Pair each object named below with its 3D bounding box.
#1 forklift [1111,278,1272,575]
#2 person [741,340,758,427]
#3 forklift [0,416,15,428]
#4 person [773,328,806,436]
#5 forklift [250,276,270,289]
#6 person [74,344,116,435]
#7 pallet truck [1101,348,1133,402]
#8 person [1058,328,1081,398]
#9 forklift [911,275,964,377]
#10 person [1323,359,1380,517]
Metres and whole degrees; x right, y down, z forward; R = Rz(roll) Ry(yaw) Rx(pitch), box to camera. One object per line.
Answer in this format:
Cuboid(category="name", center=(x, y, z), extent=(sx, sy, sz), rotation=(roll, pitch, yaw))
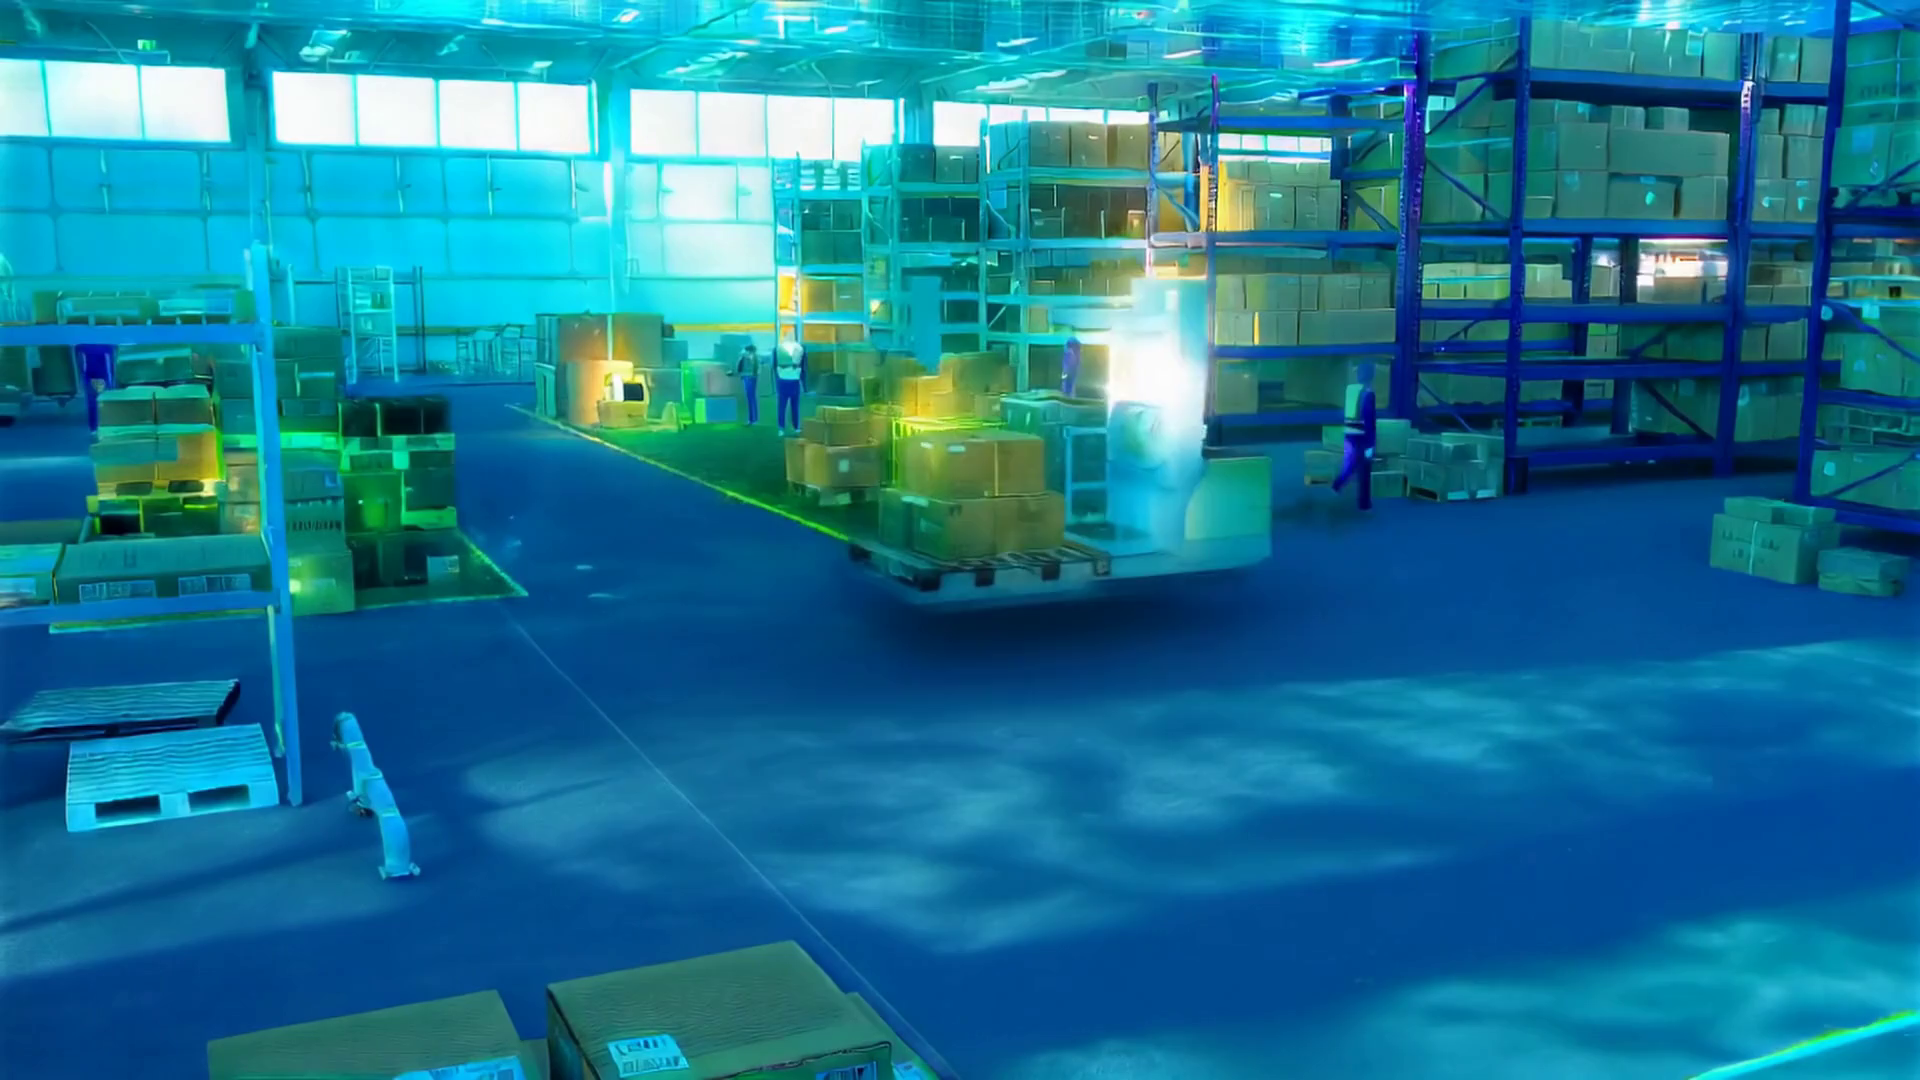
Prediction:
Cuboid(category="forklift", center=(2.055, -1.171, 16.352), extent=(1.873, 2.768, 1.129), rotation=(-4, 10, -25))
Cuboid(category="person", center=(-3.941, -2.933, 31.151), extent=(0.312, 1.631, 0.514), rotation=(-1, 9, -6))
Cuboid(category="forklift", center=(-18.546, -3.444, 30.456), extent=(1.873, 2.768, 1.129), rotation=(-4, 10, -25))
Cuboid(category="person", center=(-3.012, -2.791, 29.403), extent=(0.587, 1.913, 0.392), rotation=(-2, 9, -12))
Cuboid(category="forklift", center=(-15.661, -4.539, 37.246), extent=(1.873, 2.768, 1.129), rotation=(-4, 10, -25))
Cuboid(category="person", center=(-15.362, -2.834, 29.587), extent=(0.631, 1.940, 0.372), rotation=(-6, 11, -32))
Cuboid(category="pallet truck", center=(2.881, -2.596, 27.923), extent=(0.823, 1.965, 1.885), rotation=(-1, 9, -7))
Cuboid(category="person", center=(2.104, -3.197, 32.143), extent=(0.429, 1.840, 0.633), rotation=(4, 10, 24))
Cuboid(category="forklift", center=(-0.735, -4.465, 36.788), extent=(1.873, 2.768, 1.129), rotation=(-4, 10, -25))
Cuboid(category="person", center=(4.657, -1.184, 19.540), extent=(0.645, 1.873, 0.598), rotation=(-4, 10, -23))
